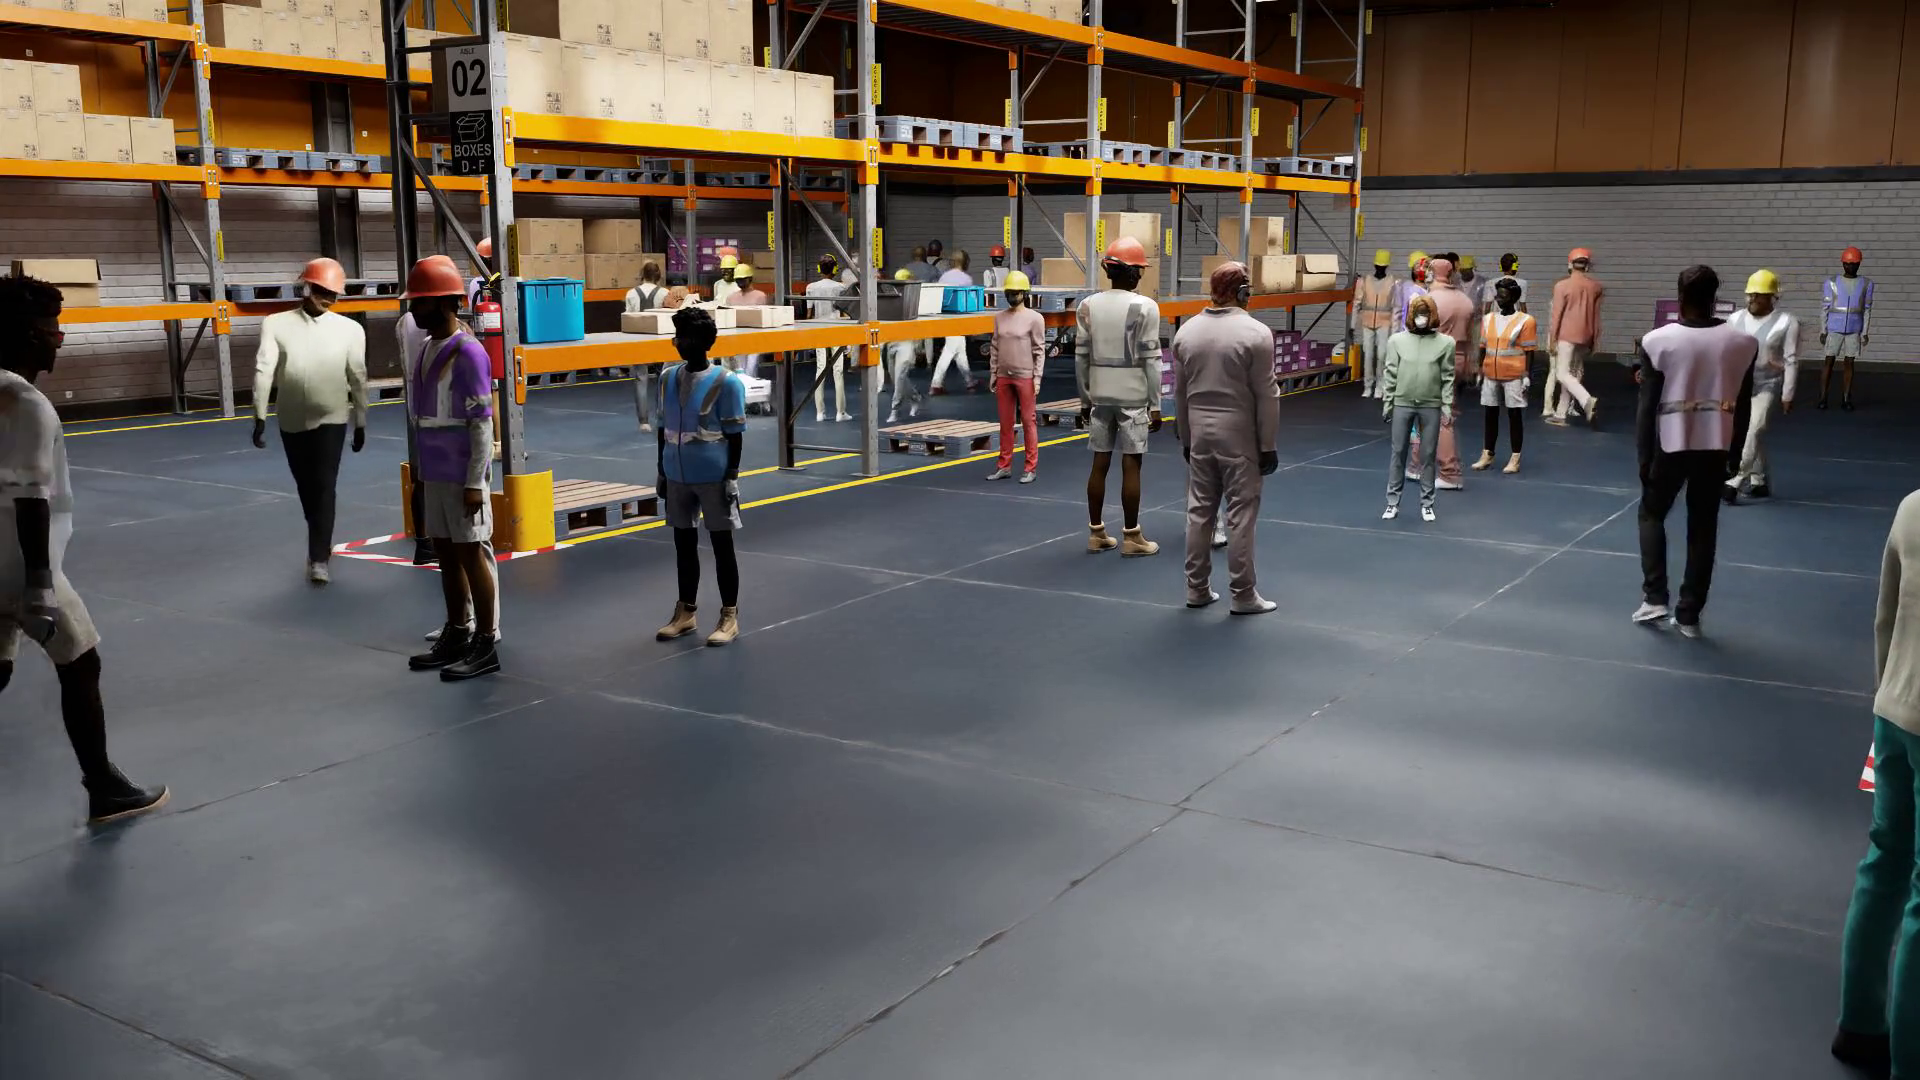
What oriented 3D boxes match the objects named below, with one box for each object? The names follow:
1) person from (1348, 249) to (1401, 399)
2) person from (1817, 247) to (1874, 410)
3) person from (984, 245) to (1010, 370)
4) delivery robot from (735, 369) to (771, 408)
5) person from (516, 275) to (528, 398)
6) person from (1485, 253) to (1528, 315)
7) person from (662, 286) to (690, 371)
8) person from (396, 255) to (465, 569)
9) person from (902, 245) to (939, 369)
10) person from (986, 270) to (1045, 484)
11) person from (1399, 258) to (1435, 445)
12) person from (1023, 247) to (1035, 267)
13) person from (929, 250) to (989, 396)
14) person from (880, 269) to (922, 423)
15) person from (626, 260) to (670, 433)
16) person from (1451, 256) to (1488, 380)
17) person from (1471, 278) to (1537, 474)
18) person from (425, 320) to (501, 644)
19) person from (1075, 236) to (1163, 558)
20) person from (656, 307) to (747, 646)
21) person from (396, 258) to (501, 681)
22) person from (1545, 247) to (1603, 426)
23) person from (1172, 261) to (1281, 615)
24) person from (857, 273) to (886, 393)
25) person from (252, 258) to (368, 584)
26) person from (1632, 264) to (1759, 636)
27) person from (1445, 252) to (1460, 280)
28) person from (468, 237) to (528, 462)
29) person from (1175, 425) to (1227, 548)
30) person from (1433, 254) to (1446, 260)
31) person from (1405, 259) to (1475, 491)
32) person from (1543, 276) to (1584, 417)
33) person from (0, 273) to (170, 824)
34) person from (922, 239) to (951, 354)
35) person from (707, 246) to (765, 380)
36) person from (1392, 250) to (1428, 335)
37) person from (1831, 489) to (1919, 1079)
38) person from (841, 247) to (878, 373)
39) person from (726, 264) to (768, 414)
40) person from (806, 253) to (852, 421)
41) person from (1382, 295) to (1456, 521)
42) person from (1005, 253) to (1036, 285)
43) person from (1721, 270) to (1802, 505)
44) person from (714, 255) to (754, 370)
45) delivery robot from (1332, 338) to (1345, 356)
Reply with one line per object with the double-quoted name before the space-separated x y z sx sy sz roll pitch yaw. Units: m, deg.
"person" 5.297 -2.749 21.247 0.635 1.893 0.682 4 11 23
"person" 10.570 -2.518 19.864 0.542 1.939 0.369 4 11 20
"person" 0.583 -3.607 25.901 0.547 1.938 0.359 -6 12 -31
"delivery robot" -2.510 -1.713 18.981 0.707 0.478 0.477 -9 13 -41
"person" -5.737 -2.779 21.294 0.402 1.944 0.605 -1 10 -5
"person" 6.693 -2.581 20.424 0.514 1.865 0.327 5 12 27
"person" -2.468 -1.402 14.558 0.285 1.629 0.498 -1 10 -8
"person" -3.209 -0.785 10.295 0.544 1.931 0.387 6 12 32
"person" -0.629 -3.660 26.195 0.635 1.937 0.352 -1 10 -3
"person" 0.467 -1.356 13.900 0.523 1.772 0.307 7 12 35
"person" 4.536 -1.870 16.528 0.388 1.847 0.563 4 11 19
"person" 1.227 -4.507 31.037 0.338 1.882 0.582 -3 11 -14
"person" -0.026 -2.823 21.678 1.005 1.889 0.651 -7 12 -34
"person" -0.626 -2.190 18.674 0.488 1.711 0.783 6 12 29
"person" -3.268 -2.062 17.695 0.563 1.803 0.847 1 10 3
"person" 7.306 -3.172 23.943 0.595 1.787 0.641 5 11 25
"person" 4.733 -1.422 14.462 0.319 1.695 0.538 -9 13 -40
"person" -2.488 -0.278 8.273 0.523 1.642 0.306 10 14 44
"person" 1.036 -0.907 10.648 0.615 2.041 0.376 8 13 37
"person" -1.308 -0.316 8.338 0.535 1.697 0.318 5 11 27
"person" -2.376 -0.321 7.696 0.355 1.936 0.551 -10 14 -43
"person" 6.658 -2.169 17.904 0.620 1.953 0.820 -4 11 -19
"person" 1.464 -0.549 9.039 0.643 1.911 0.411 10 14 43
"person" -1.173 -2.684 21.729 0.539 1.589 0.870 6 12 31
"person" -3.914 -0.738 10.082 0.639 1.920 1.079 -2 10 -12
"person" 3.765 -0.460 8.586 0.590 1.900 0.521 2 10 9
"person" 7.145 -3.318 24.562 0.433 1.842 0.547 -9 13 -40
"person" -4.257 -1.735 15.239 0.373 2.044 0.606 -9 13 -40
"person" 1.733 -0.745 10.962 0.529 1.591 0.809 -2 10 -12
"person" 7.185 -3.386 25.006 0.574 1.817 0.620 3 11 16
"person" 3.816 -1.354 13.621 0.660 1.858 0.845 -9 13 -40
"person" 6.951 -2.209 19.055 0.519 1.616 0.511 -4 11 -20
"person" -3.237 0.082 5.537 0.656 1.923 0.917 9 13 40
"person" -0.437 -4.337 29.662 0.688 2.000 0.536 4 11 21
"person" -3.109 -2.944 22.248 1.002 1.935 0.591 -4 11 -23
"person" 5.486 -2.511 19.929 0.599 1.903 0.795 8 13 37
"person" 2.332 0.454 3.881 0.331 1.765 0.533 0 10 2
"person" -1.514 -3.517 25.443 0.641 1.927 0.650 4 11 23
"person" -2.513 -2.317 19.280 0.555 1.734 0.762 4 11 20
"person" -1.462 -2.256 18.603 0.519 1.874 0.327 2 10 11
"person" 3.304 -0.948 12.009 0.499 1.634 0.279 3 11 17
"person" 0.892 -3.695 26.476 0.651 1.906 0.401 -3 11 -14
"person" 6.062 -1.172 12.815 0.913 1.781 0.608 -6 12 -31
"person" -2.952 -2.770 21.551 0.591 1.833 0.404 4 11 23
"delivery robot" 5.732 -2.773 24.853 0.477 0.478 0.707 3 11 17
